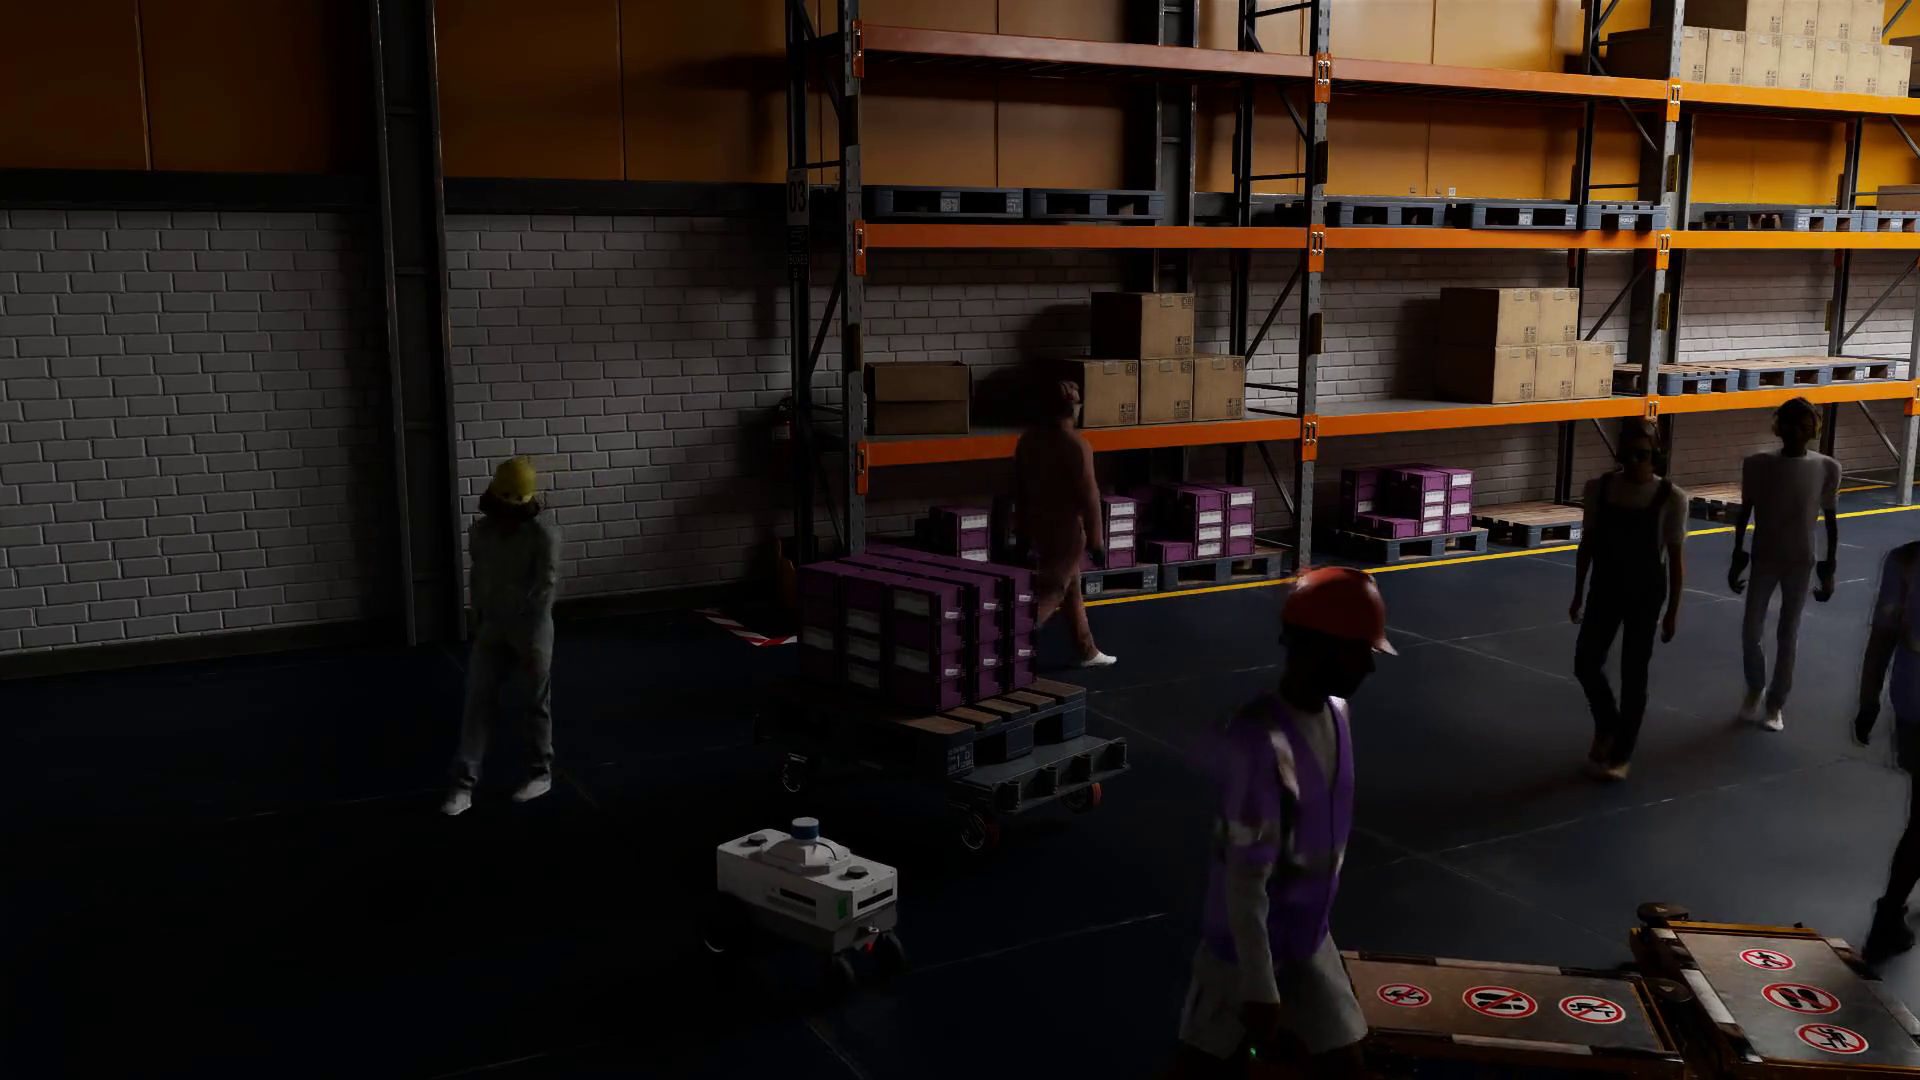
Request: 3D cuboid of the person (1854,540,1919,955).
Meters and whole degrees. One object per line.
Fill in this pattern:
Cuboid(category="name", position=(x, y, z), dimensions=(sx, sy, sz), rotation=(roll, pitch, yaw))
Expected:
Cuboid(category="person", position=(3.820, 0.610, 6.389), dimensions=(1.021, 1.872, 0.543), rotation=(-7, 12, -35))

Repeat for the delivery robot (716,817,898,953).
Cuboid(category="delivery robot", position=(-0.567, 1.269, 6.142), dimensions=(0.707, 0.478, 0.477), rotation=(8, 13, 39))

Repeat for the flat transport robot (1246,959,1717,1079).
Cuboid(category="flat transport robot", position=(1.664, 1.586, 5.404), dimensions=(1.431, 0.197, 0.652), rotation=(2, 10, 11))

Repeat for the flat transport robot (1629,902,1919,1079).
Cuboid(category="flat transport robot", position=(2.736, 1.568, 5.505), dimensions=(0.652, 0.197, 1.431), rotation=(1, 10, 8))

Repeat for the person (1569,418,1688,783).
Cuboid(category="person", position=(3.304, 0.306, 8.278), dimensions=(0.552, 1.831, 0.401), rotation=(8, 12, 37))

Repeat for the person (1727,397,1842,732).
Cuboid(category="person", position=(4.530, 0.141, 9.159), dimensions=(0.549, 1.855, 0.385), rotation=(5, 11, 25))

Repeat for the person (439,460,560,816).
Cuboid(category="person", position=(-2.131, 0.462, 7.786), dimensions=(0.531, 1.689, 0.742), rotation=(3, 10, 15))

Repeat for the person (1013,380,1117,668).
Cuboid(category="person", position=(0.587, -0.054, 10.285), dimensions=(0.987, 1.868, 0.646), rotation=(-6, 11, -30))

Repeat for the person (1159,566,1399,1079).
Cuboid(category="person", position=(0.856, 0.998, 4.182), dimensions=(0.585, 1.861, 1.024), rotation=(-9, 13, -43))
